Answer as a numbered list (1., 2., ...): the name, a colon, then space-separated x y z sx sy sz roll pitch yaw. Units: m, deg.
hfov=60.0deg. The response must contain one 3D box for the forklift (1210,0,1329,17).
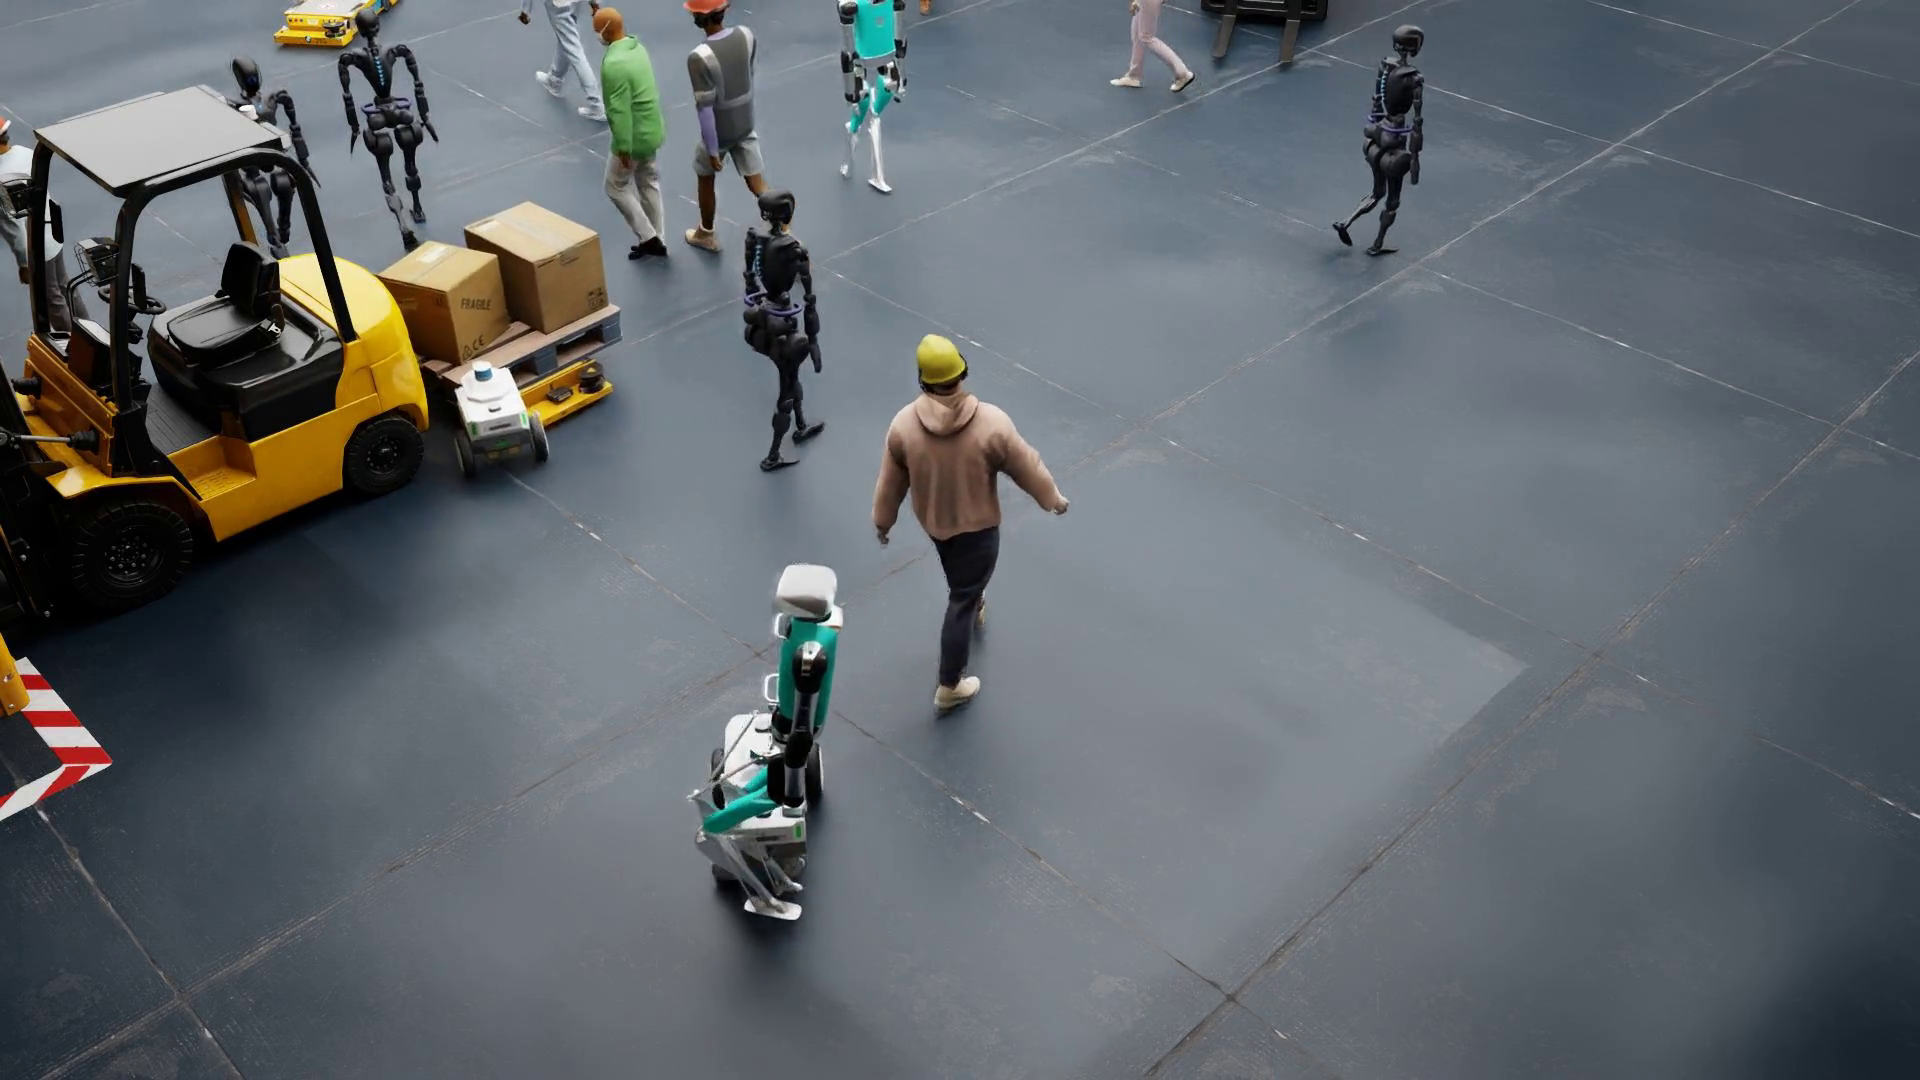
1. forklift: 3.106 -6.400 15.960 1.214 2.155 2.313 8 37 10

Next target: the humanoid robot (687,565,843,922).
1. humanoid robot: -0.820 0.857 6.607 0.746 1.764 0.542 -2 37 -2

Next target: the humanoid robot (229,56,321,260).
1. humanoid robot: -4.619 -2.461 11.155 0.756 1.628 0.611 31 46 34

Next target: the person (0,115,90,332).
1. person: -5.706 -1.823 10.207 0.352 1.742 0.570 -7 37 -9

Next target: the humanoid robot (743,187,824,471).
1. humanoid robot: -1.019 -1.224 9.478 0.588 1.627 0.596 27 45 31

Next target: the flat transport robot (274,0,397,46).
1. flat transport robot: -5.852 -5.005 15.697 0.659 0.231 1.431 4 37 6

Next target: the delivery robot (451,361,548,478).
1. delivery robot: -2.758 -0.761 9.775 0.499 0.593 0.797 -15 39 -19

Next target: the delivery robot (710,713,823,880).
1. delivery robot: -0.868 1.095 7.292 0.529 0.594 0.766 -3 37 -4

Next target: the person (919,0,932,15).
1. person: -0.311 -5.995 15.674 0.664 1.890 0.780 -9 38 -12

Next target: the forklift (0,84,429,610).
1. forklift: -4.145 -1.093 8.856 2.313 2.155 1.214 -31 47 -34

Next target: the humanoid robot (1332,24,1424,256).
1. humanoid robot: 2.918 -2.727 11.472 0.501 1.635 0.584 -14 39 -18

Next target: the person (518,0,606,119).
1. person: -3.303 -4.425 13.591 1.009 1.860 0.608 25 43 29

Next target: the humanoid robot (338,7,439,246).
1. humanoid robot: -4.019 -2.921 11.773 0.611 1.654 0.707 -16 40 -20

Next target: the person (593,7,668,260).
1. person: -2.253 -2.776 11.469 0.431 1.753 0.567 10 38 13

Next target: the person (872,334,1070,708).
1. person: 0.032 -0.121 7.869 0.860 1.808 0.974 12 38 15

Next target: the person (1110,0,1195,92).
1. person: 1.660 -4.565 13.883 0.694 1.736 0.532 12 38 15

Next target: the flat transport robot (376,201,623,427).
1. flat transport robot: -2.903 -1.114 10.488 1.431 0.231 0.659 27 45 32

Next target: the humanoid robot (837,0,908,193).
1. humanoid robot: -0.756 -3.411 12.414 0.553 1.891 0.779 -21 41 -25

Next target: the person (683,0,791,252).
1. person: -1.538 -2.805 11.312 1.015 2.001 0.616 28 45 32
